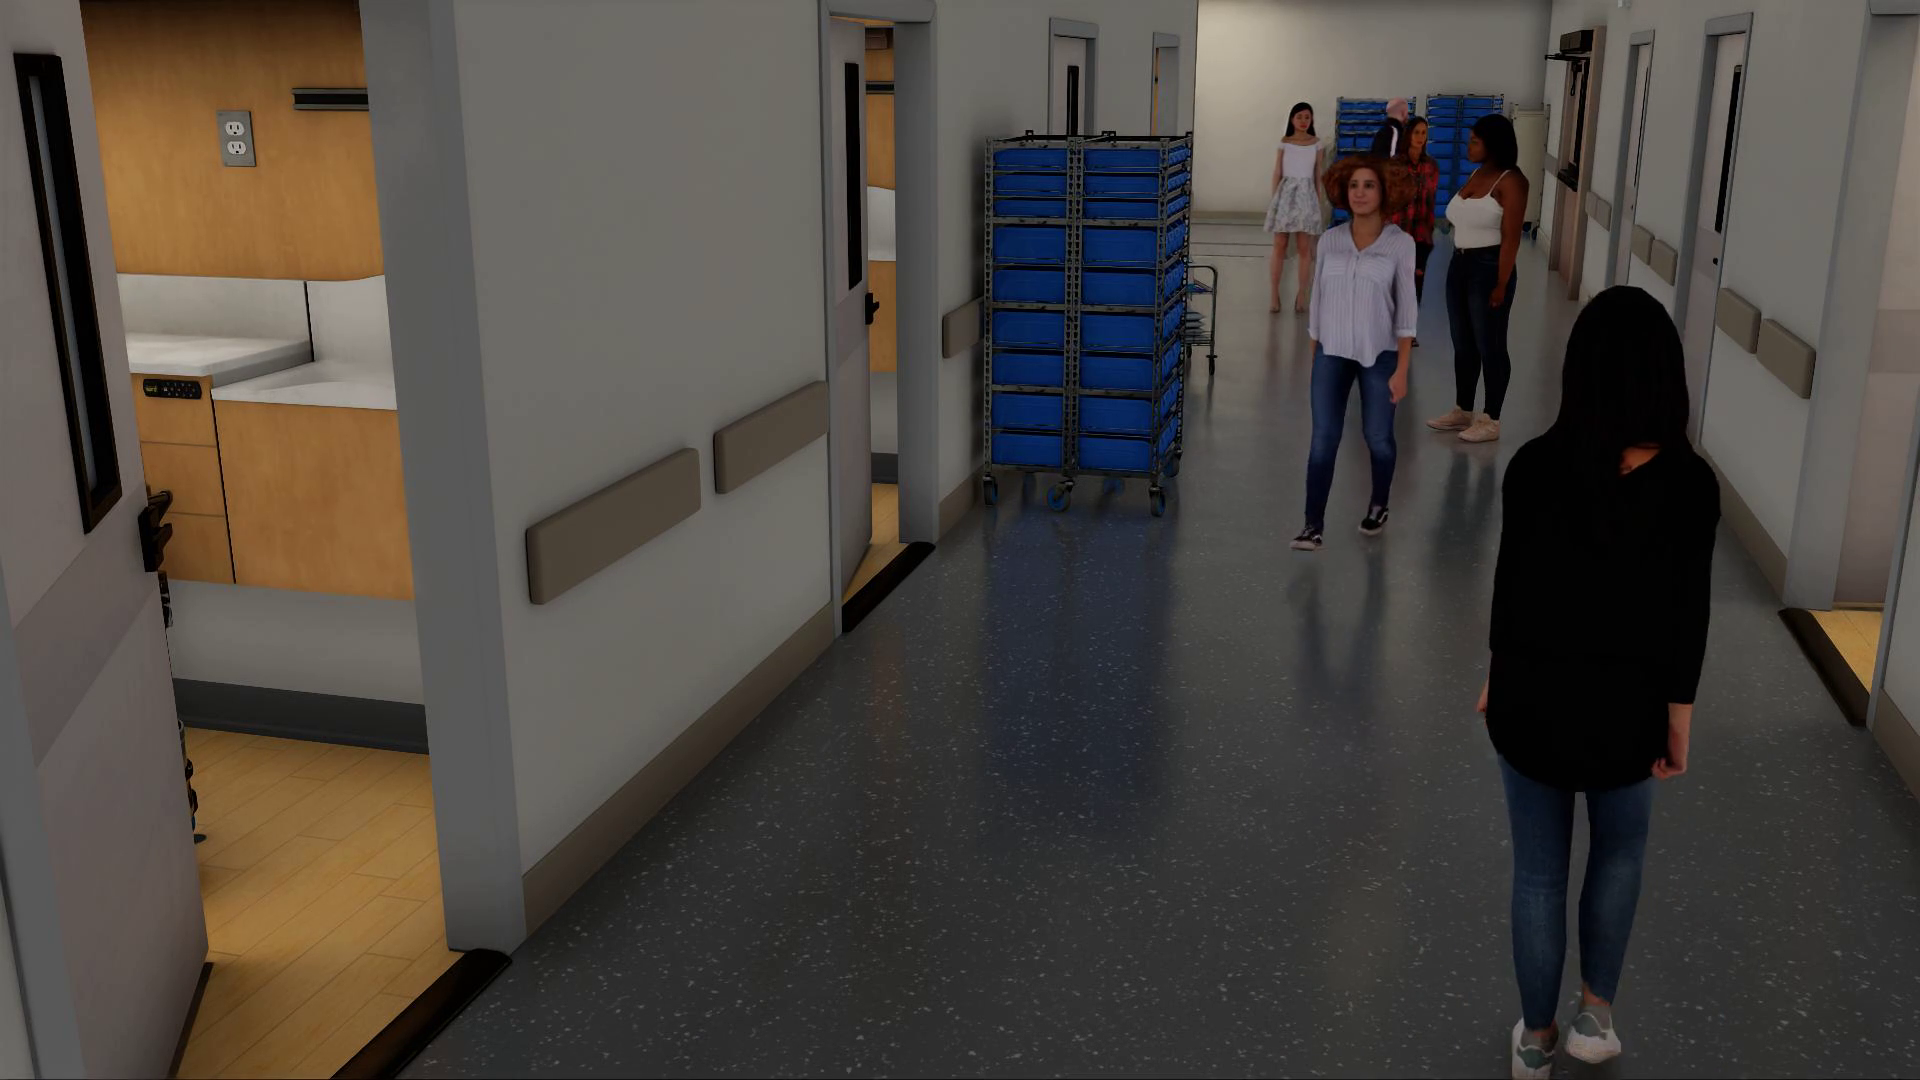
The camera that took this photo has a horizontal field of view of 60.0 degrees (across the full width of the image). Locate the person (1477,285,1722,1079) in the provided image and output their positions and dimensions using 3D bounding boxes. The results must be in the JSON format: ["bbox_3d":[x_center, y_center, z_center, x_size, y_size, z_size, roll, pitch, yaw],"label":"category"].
[{"bbox_3d":[1.205,0.373,3.249,0.589,1.570,0.579,6,17,21],"label":"person"}]

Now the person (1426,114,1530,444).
[{"bbox_3d":[2.946,-1.467,9.342,0.806,1.805,0.711,-4,16,-15],"label":"person"}]

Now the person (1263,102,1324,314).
[{"bbox_3d":[2.880,-2.844,14.290,0.678,1.770,0.646,3,16,10],"label":"person"}]

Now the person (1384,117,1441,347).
[{"bbox_3d":[3.357,-2.335,12.648,0.844,1.682,1.097,-2,16,-7],"label":"person"}]

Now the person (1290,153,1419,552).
[{"bbox_3d":[1.764,-0.789,7.188,0.846,1.669,1.177,9,18,29],"label":"person"}]
